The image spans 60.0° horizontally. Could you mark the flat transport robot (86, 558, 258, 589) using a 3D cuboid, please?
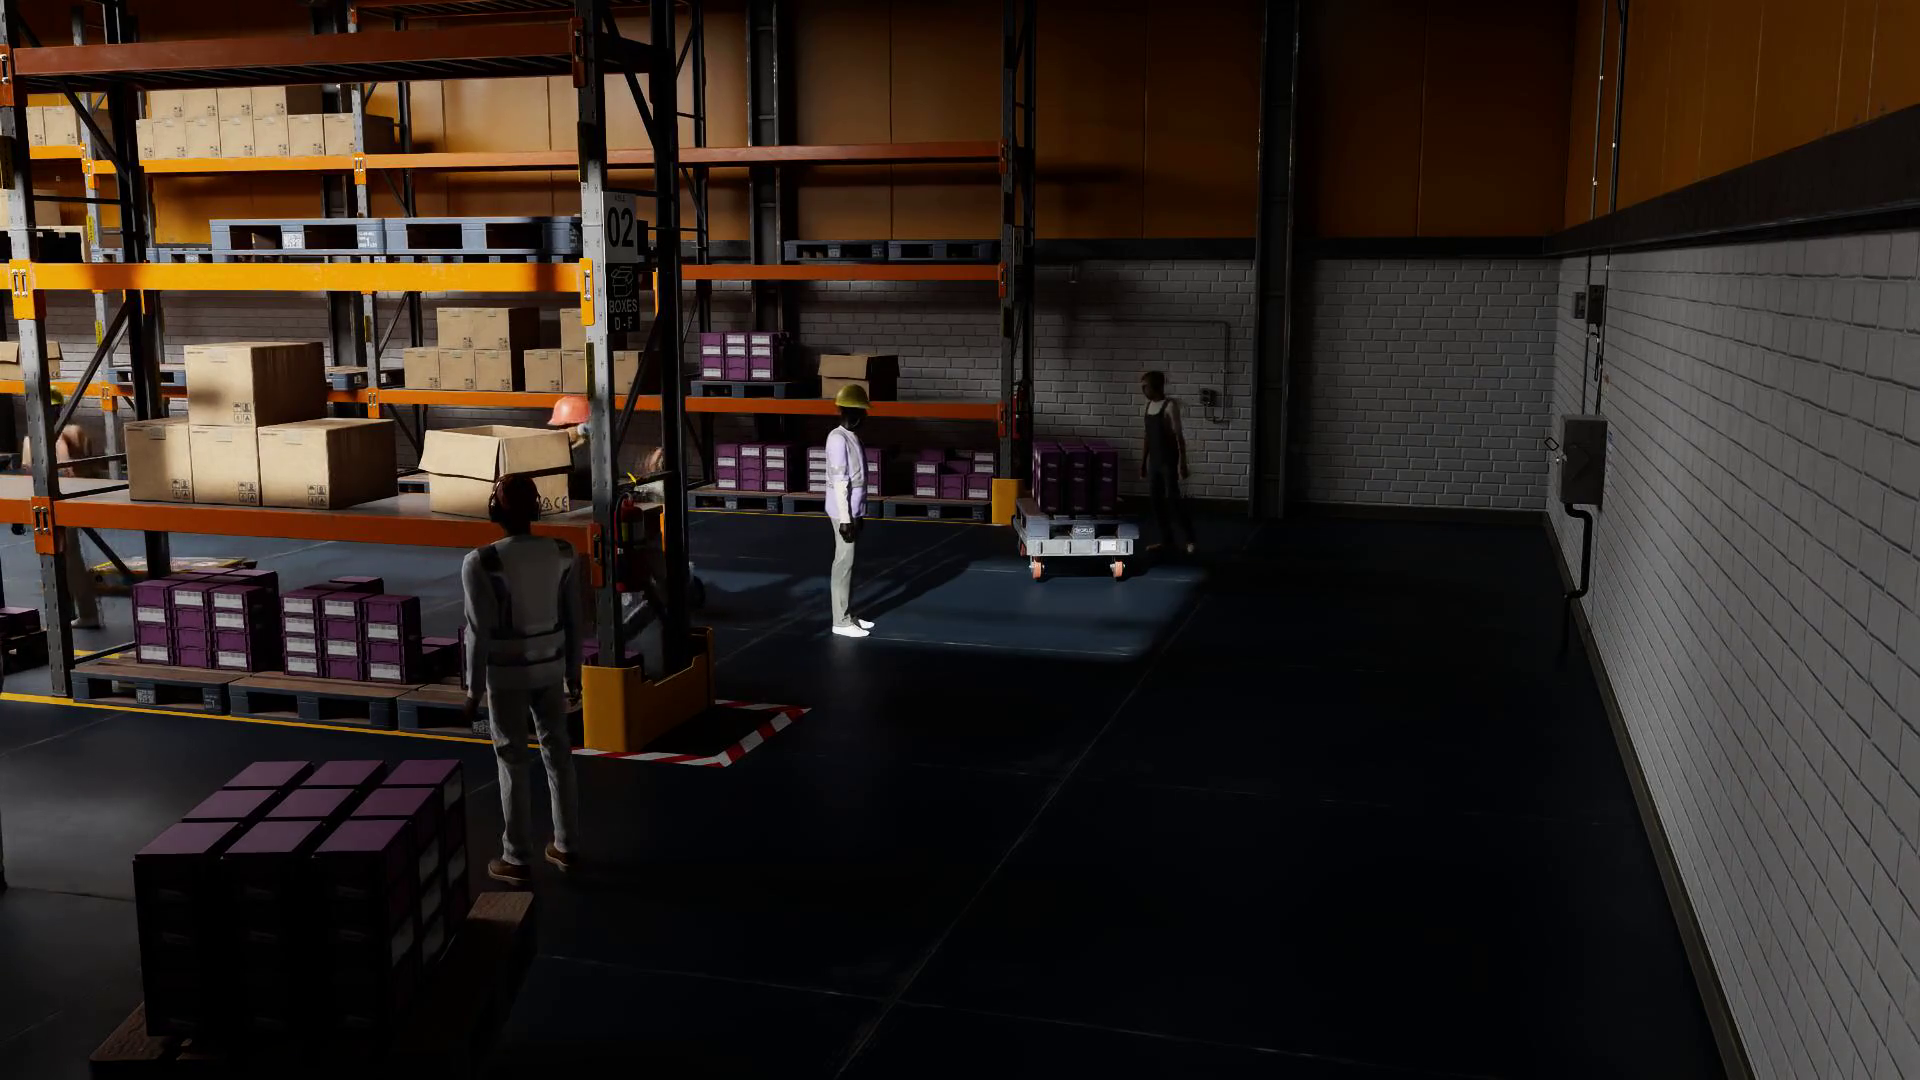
[{"bbox_3d":[-6.944,0.299,14.533,1.431,0.197,0.652,1,9,4],"label":"flat transport robot"}]

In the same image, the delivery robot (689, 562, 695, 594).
[{"bbox_3d":[-2.494,0.253,13.666,0.477,0.478,0.707,-8,12,-41],"label":"delivery robot"}]

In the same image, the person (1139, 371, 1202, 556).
[{"bbox_3d":[2.059,-0.755,16.308,0.490,1.804,0.636,-6,11,-31],"label":"person"}]

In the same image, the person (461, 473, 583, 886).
[{"bbox_3d":[-1.987,0.632,7.601,0.584,1.882,0.337,-8,13,-42],"label":"person"}]

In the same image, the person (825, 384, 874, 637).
[{"bbox_3d":[-0.837,-0.229,12.722,0.369,1.925,0.591,1,9,5],"label":"person"}]

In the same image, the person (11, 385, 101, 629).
[{"bbox_3d":[-7.044,-0.252,12.920,0.754,1.897,0.605,2,9,10],"label":"person"}]

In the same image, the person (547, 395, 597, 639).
[{"bbox_3d":[-2.579,-0.001,11.216,0.692,1.966,0.626,-7,12,-36],"label":"person"}]

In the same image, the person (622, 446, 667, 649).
[{"bbox_3d":[-2.121,0.140,11.476,0.766,1.606,0.527,2,9,10],"label":"person"}]

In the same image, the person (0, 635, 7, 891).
[{"bbox_3d":[-4.496,0.685,7.429,0.403,1.835,0.588,-5,11,-28],"label":"person"}]
